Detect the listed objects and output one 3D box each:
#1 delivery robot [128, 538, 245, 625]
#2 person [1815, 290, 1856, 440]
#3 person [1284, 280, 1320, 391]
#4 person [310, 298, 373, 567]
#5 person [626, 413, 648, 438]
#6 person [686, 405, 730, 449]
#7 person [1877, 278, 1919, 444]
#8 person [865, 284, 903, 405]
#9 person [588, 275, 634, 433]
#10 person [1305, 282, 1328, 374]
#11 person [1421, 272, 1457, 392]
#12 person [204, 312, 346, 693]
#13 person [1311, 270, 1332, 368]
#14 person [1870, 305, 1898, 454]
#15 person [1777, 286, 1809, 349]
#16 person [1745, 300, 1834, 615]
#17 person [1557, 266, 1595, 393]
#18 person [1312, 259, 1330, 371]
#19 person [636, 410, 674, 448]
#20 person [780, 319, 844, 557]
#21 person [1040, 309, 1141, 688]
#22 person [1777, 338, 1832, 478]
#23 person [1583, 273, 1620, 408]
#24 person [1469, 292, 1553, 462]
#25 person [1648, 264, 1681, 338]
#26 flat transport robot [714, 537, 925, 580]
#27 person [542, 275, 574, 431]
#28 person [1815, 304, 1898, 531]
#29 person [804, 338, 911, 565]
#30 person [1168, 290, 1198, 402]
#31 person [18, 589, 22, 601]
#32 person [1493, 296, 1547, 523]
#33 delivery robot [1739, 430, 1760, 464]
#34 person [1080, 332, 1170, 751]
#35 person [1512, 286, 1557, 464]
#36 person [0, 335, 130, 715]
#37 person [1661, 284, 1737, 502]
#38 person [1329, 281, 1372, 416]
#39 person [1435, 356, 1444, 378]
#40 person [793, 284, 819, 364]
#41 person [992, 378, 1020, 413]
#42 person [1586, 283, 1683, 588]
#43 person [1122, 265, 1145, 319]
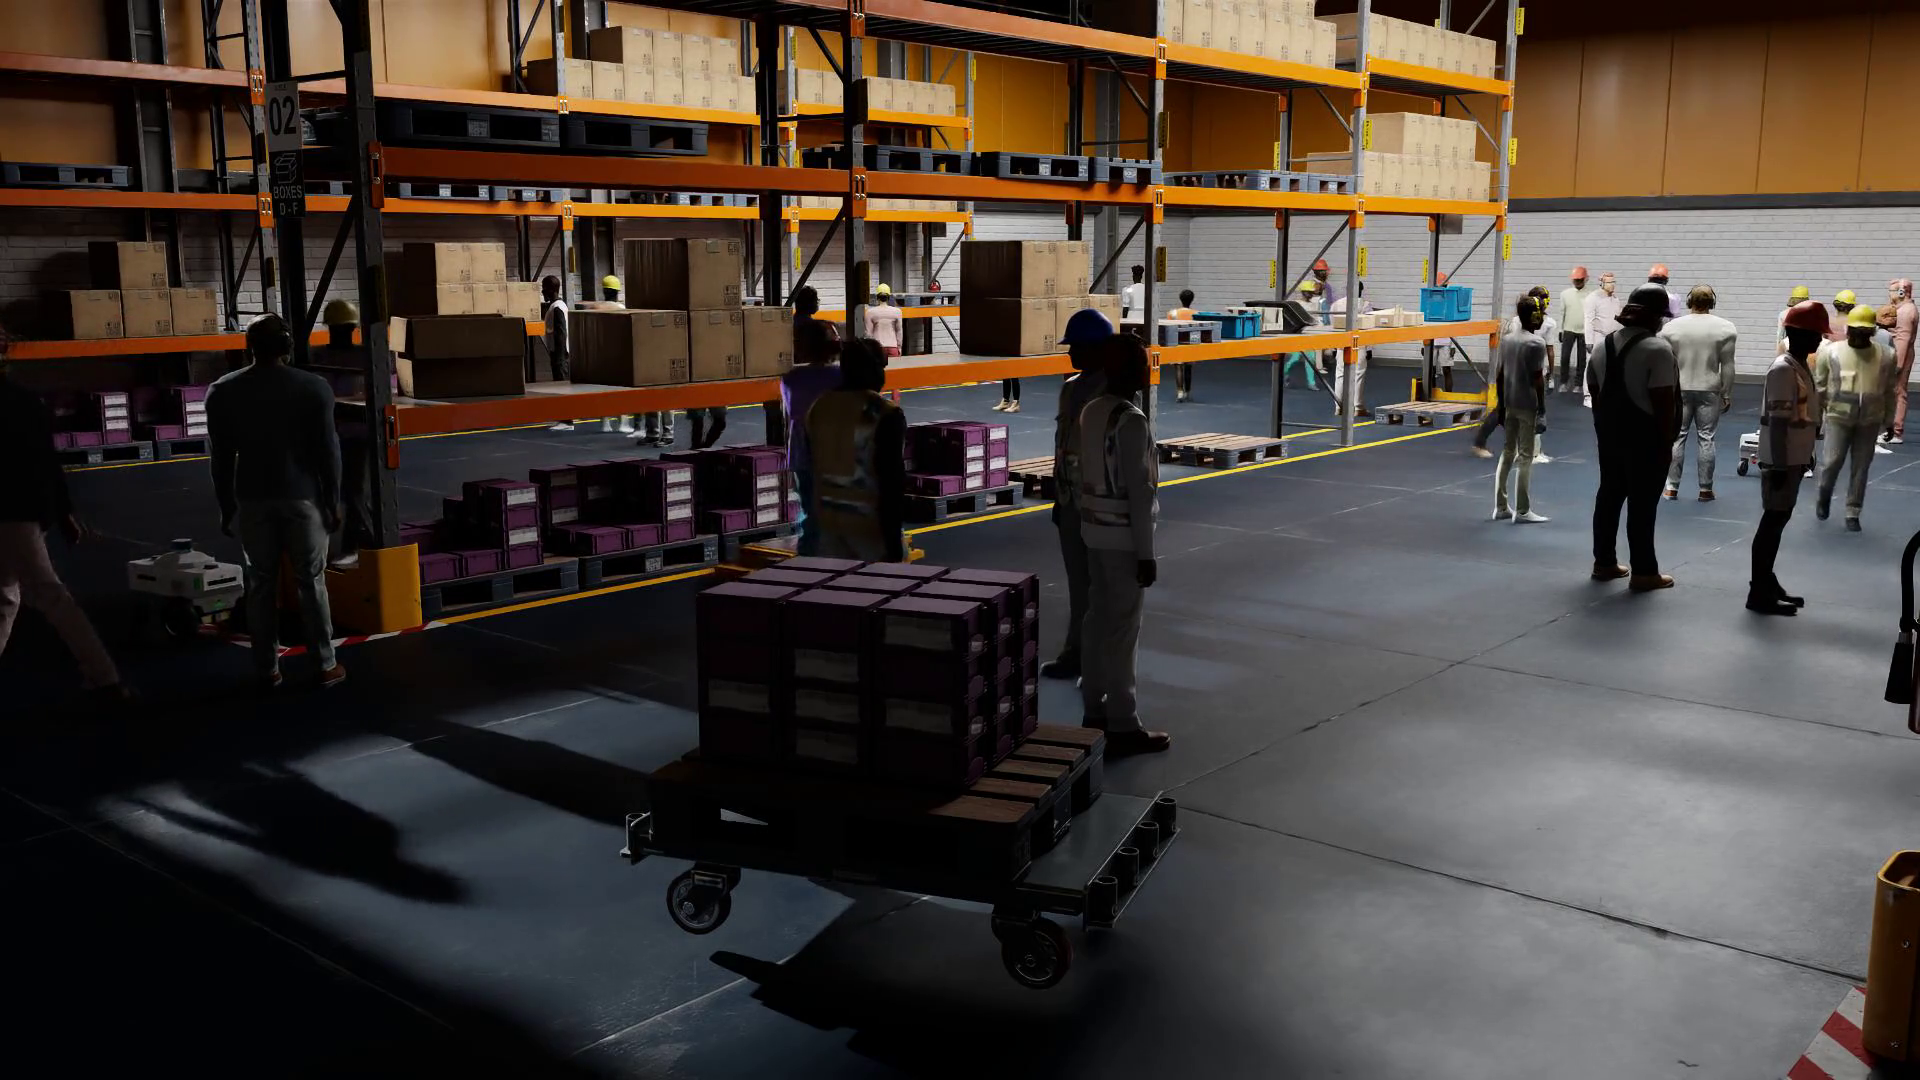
[{"bbox_3d":[-4.532,0.235,9.731,0.707,0.478,0.477,6,12,32],"label":"delivery robot"},{"bbox_3d":[10.279,-2.030,19.447,0.317,1.769,0.523,-7,12,-33],"label":"person"},{"bbox_3d":[5.454,-3.246,26.409,0.556,1.747,0.683,-4,11,-23],"label":"person"},{"bbox_3d":[-4.400,-0.797,12.040,0.595,1.907,0.793,2,10,10],"label":"person"},{"bbox_3d":[-3.751,-1.976,19.591,0.557,1.609,0.527,2,10,13],"label":"person"},{"bbox_3d":[-2.491,-1.501,15.986,0.555,1.922,0.442,-7,12,-36],"label":"person"},{"bbox_3d":[10.814,-2.063,19.232,0.401,1.910,0.642,6,12,31],"label":"person"},{"bbox_3d":[-1.046,-2.638,22.908,0.523,1.769,0.322,-2,10,-11],"label":"person"},{"bbox_3d":[-4.241,-2.261,20.306,0.593,1.924,0.381,2,10,10],"label":"person"},{"bbox_3d":[6.410,-3.807,29.929,0.310,1.639,0.514,-7,12,-35],"label":"person"},{"bbox_3d":[6.589,-2.719,22.913,0.539,1.929,0.380,8,13,38],"label":"person"},{"bbox_3d":[-3.457,-0.183,8.451,0.627,1.936,0.374,-2,10,-10],"label":"person"},{"bbox_3d":[6.748,-4.175,31.232,0.451,1.911,0.594,5,11,28],"label":"person"},{"bbox_3d":[10.161,-1.773,18.363,0.280,1.633,0.500,2,10,10],"label":"person"},{"bbox_3d":[11.298,-2.553,22.491,0.295,1.744,0.484,-7,12,-36],"label":"person"},{"bbox_3d":[5.159,-0.513,10.326,0.370,1.933,0.550,7,12,36],"label":"person"},{"bbox_3d":[9.565,-3.242,25.785,0.618,1.970,0.748,5,11,27],"label":"person"},{"bbox_3d":[6.548,-4.089,30.385,0.372,2.044,0.607,5,11,25],"label":"person"},{"bbox_3d":[-3.461,-1.963,18.904,0.588,1.823,0.403,9,14,43],"label":"person"},{"bbox_3d":[-0.803,-0.426,10.152,0.594,1.822,0.573,5,11,28],"label":"person"},{"bbox_3d":[0.674,-0.212,8.577,0.389,1.946,0.614,-6,12,-32],"label":"person"},{"bbox_3d":[8.304,-1.434,16.412,0.521,1.639,0.311,6,12,31],"label":"person"},{"bbox_3d":[9.121,-2.826,23.583,0.639,1.908,0.409,-6,12,-30],"label":"person"},{"bbox_3d":[5.872,-1.735,17.694,0.871,1.812,0.512,8,13,39],"label":"person"},{"bbox_3d":[9.282,-2.656,22.229,0.612,2.041,0.380,5,11,27],"label":"person"},{"bbox_3d":[-0.958,0.098,11.582,0.652,0.197,1.431,8,13,39],"label":"flat transport robot"},{"bbox_3d":[-4.974,-2.316,20.645,0.375,1.916,0.592,-3,10,-17],"label":"person"},{"bbox_3d":[7.155,-0.978,13.319,0.607,1.819,0.457,3,10,17],"label":"person"},{"bbox_3d":[-0.407,-0.082,8.200,0.661,1.814,0.784,8,13,39],"label":"person"},{"bbox_3d":[3.305,-2.865,24.539,0.523,1.648,0.900,0,10,2],"label":"person"},{"bbox_3d":[-5.835,-0.371,9.656,0.684,1.883,0.425,4,11,20],"label":"person"},{"bbox_3d":[4.636,-1.071,13.708,0.309,1.864,0.535,-4,11,-23],"label":"person"},{"bbox_3d":[8.080,-0.956,16.509,0.707,0.478,0.477,-6,12,-31],"label":"delivery robot"},{"bbox_3d":[0.728,0.009,7.503,0.355,1.885,0.574,-4,11,-20],"label":"person"},{"bbox_3d":[5.992,-1.720,17.424,0.506,1.861,0.312,9,14,43],"label":"person"},{"bbox_3d":[-4.582,-0.103,8.048,1.067,1.925,0.676,-1,10,-3],"label":"person"},{"bbox_3d":[6.560,-1.308,14.845,0.629,1.940,0.372,5,11,25],"label":"person"},{"bbox_3d":[5.282,-2.579,22.379,0.621,1.838,0.429,9,13,40],"label":"person"},{"bbox_3d":[8.323,-3.623,28.940,0.551,1.607,0.405,-6,12,-32],"label":"person"},{"bbox_3d":[-1.383,-1.313,14.870,0.627,1.940,0.370,9,14,43],"label":"person"},{"bbox_3d":[0.659,-2.593,22.847,0.318,1.697,0.533,-5,11,-28],"label":"person"},{"bbox_3d":[4.559,-0.709,11.147,0.535,2.000,0.674,-4,11,-21],"label":"person"},{"bbox_3d":[3.077,-3.776,28.817,0.600,1.967,0.368,-3,10,-16],"label":"person"}]
